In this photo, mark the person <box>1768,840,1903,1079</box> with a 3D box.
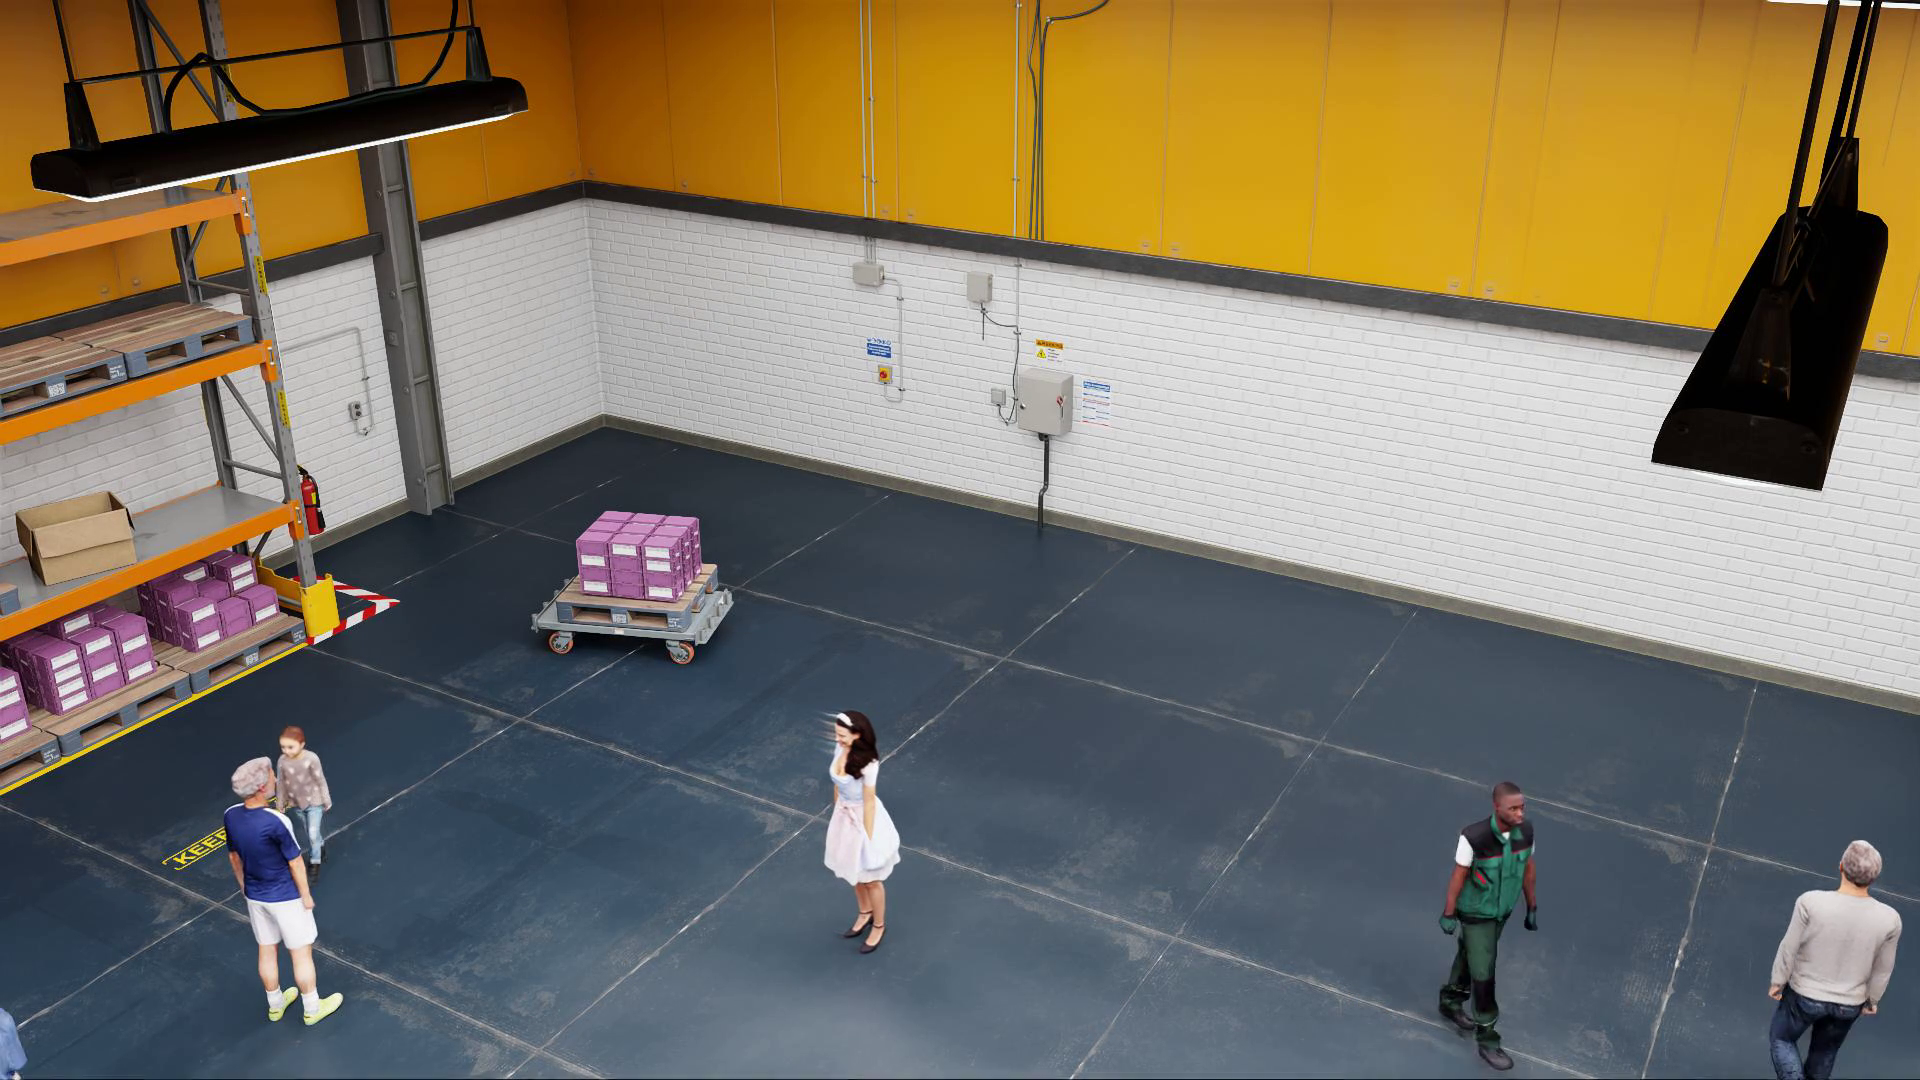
[{"bbox_3d":[4.812,2.569,9.242,0.866,1.892,0.994,7,24,15],"label":"person"}]

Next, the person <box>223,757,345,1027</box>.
[{"bbox_3d":[-4.217,2.169,10.229,0.688,1.834,0.640,6,24,14],"label":"person"}]

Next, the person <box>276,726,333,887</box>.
[{"bbox_3d":[-4.633,1.820,11.844,0.653,1.180,0.778,2,24,5],"label":"person"}]

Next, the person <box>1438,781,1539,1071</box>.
[{"bbox_3d":[3.139,2.218,10.140,1.067,1.815,1.081,-11,26,-23],"label":"person"}]

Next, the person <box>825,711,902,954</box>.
[{"bbox_3d":[-0.658,1.898,10.885,0.855,1.805,0.813,-16,28,-32],"label":"person"}]
